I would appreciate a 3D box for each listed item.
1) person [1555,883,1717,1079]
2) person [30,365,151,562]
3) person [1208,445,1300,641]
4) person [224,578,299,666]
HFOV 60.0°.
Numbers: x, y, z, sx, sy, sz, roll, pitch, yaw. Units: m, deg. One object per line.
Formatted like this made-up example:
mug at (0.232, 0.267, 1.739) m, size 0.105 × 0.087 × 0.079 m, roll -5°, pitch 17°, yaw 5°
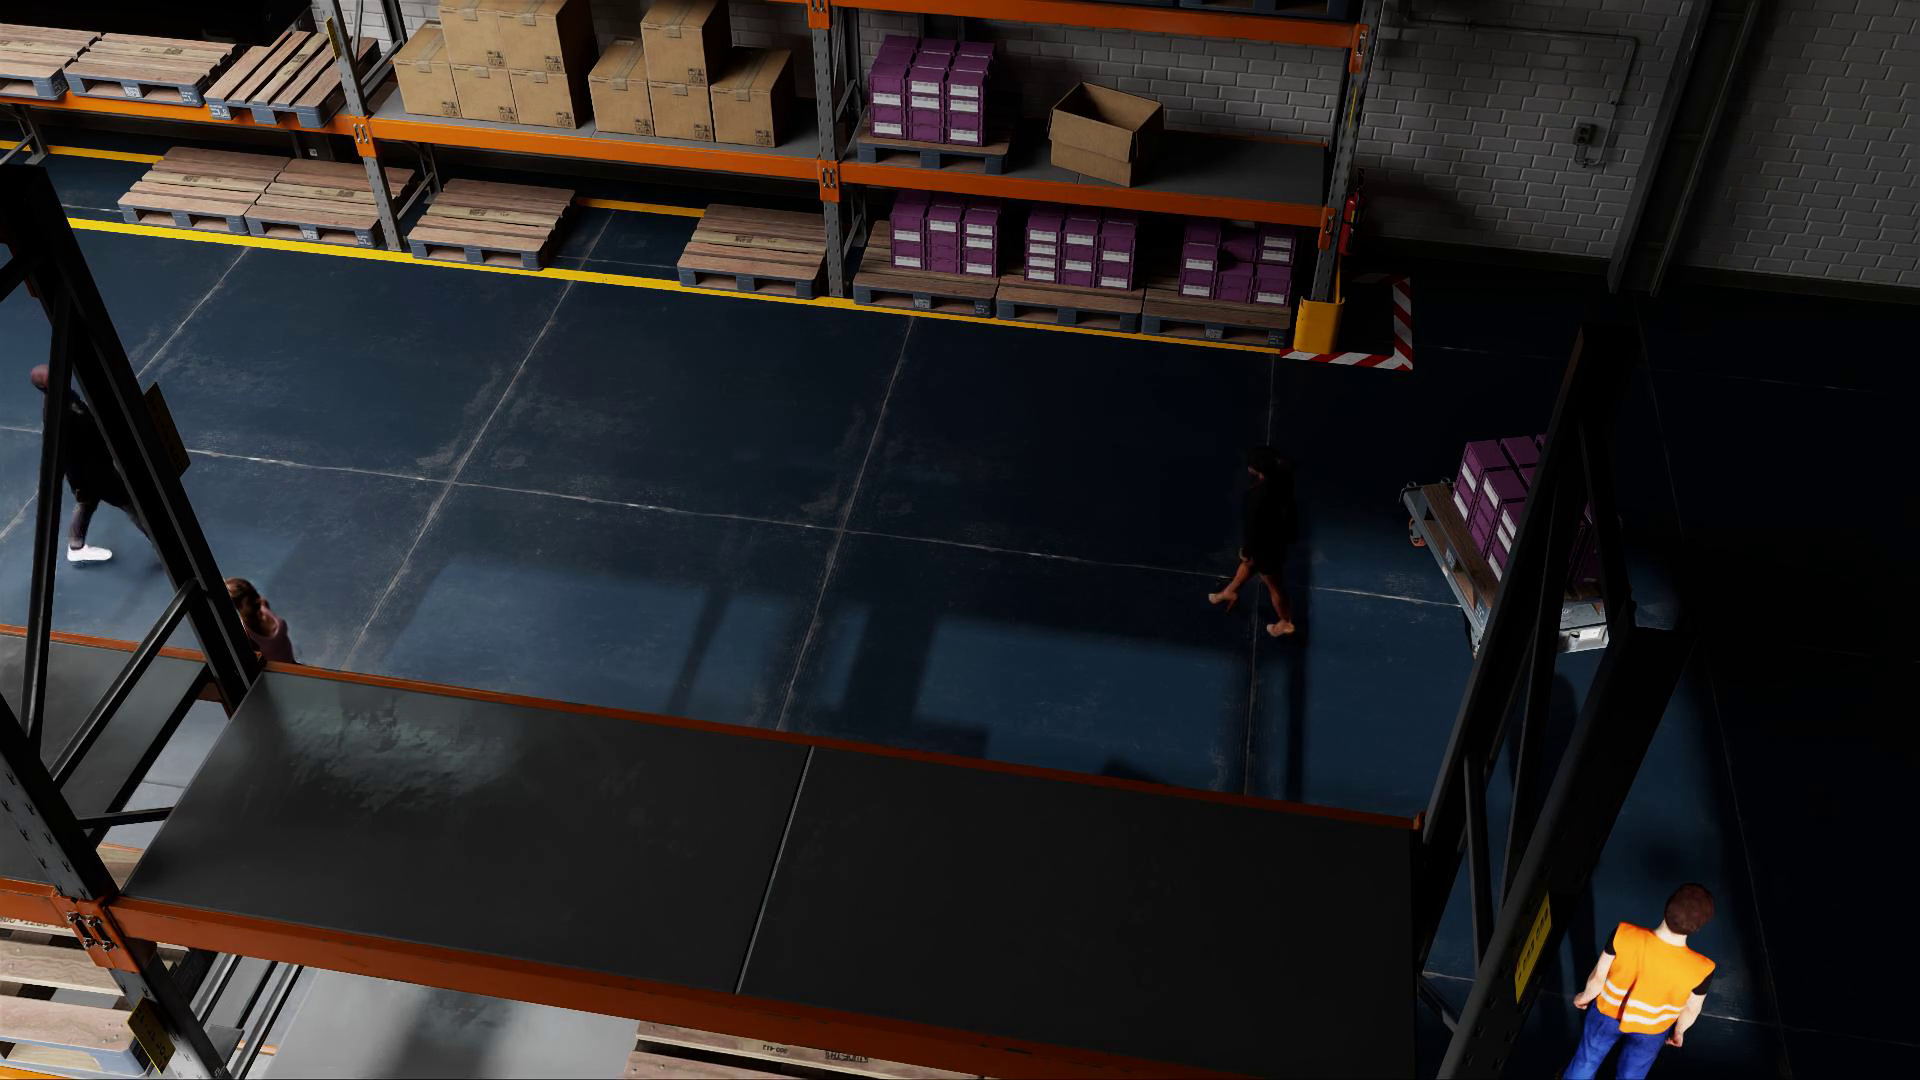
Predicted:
person at (3.314, 2.329, 8.192) m, size 0.675 × 1.884 × 0.823 m, roll 20°, pitch 47°, yaw 19°
person at (-5.976, -0.468, 11.249) m, size 1.246 × 1.716 × 1.001 m, roll -12°, pitch 45°, yaw -12°
person at (2.058, 0.061, 10.780) m, size 0.971 × 1.597 × 0.784 m, roll 30°, pitch 51°, yaw 27°
person at (-4.107, 0.822, 9.950) m, size 0.576 × 1.640 × 0.585 m, roll 2°, pitch 44°, yaw 2°
